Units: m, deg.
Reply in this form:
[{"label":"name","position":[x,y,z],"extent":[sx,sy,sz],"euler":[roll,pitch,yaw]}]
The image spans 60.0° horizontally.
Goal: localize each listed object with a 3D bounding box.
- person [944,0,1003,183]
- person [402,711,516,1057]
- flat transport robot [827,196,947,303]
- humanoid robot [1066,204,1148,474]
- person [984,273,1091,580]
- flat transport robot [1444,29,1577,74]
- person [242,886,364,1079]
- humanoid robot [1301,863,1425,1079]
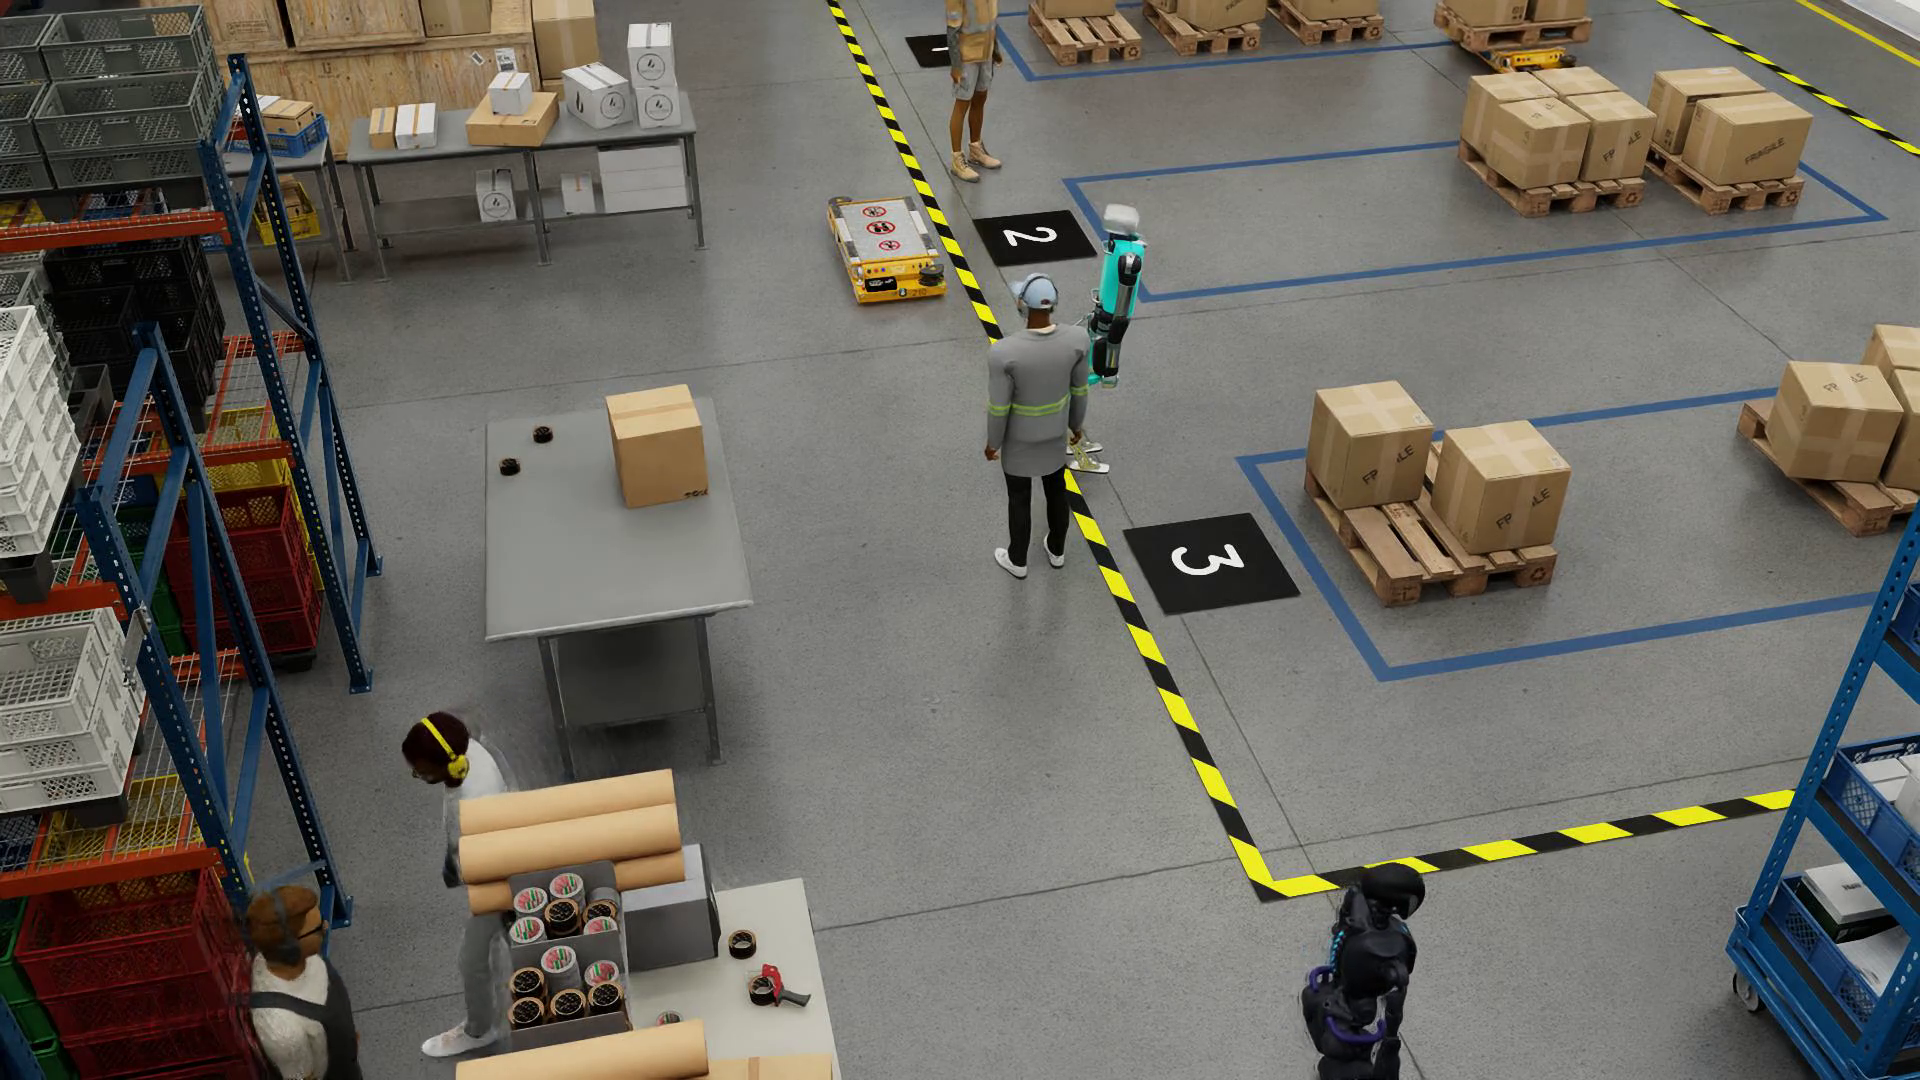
[{"label":"person","position":[0.135,-3.901,13.316],"extent":[0.383,2.039,0.604],"euler":[25,43,30]},{"label":"person","position":[-1.807,1.337,6.459],"extent":[0.781,1.830,0.495],"euler":[-7,37,-10]},{"label":"flat transport robot","position":[-0.570,-2.220,12.538],"extent":[0.659,0.231,1.431],"euler":[-8,37,-10]},{"label":"humanoid robot","position":[0.690,-1.168,9.784],"extent":[0.735,1.672,0.533],"euler":[-1,37,-1]},{"label":"person","position":[0.400,-0.620,9.060],"extent":[0.599,1.850,0.390],"euler":[-14,39,-17]},{"label":"flat transport robot","position":[5.251,-4.728,15.884],"extent":[0.652,0.197,1.431],"euler":[-8,37,-10]},{"label":"person","position":[-2.207,1.855,5.771],"extent":[0.817,1.809,0.523],"euler":[-10,38,-14]},{"label":"humanoid robot","position":[1.434,1.768,5.999],"extent":[0.581,1.642,0.588],"euler":[-6,37,-8]}]
